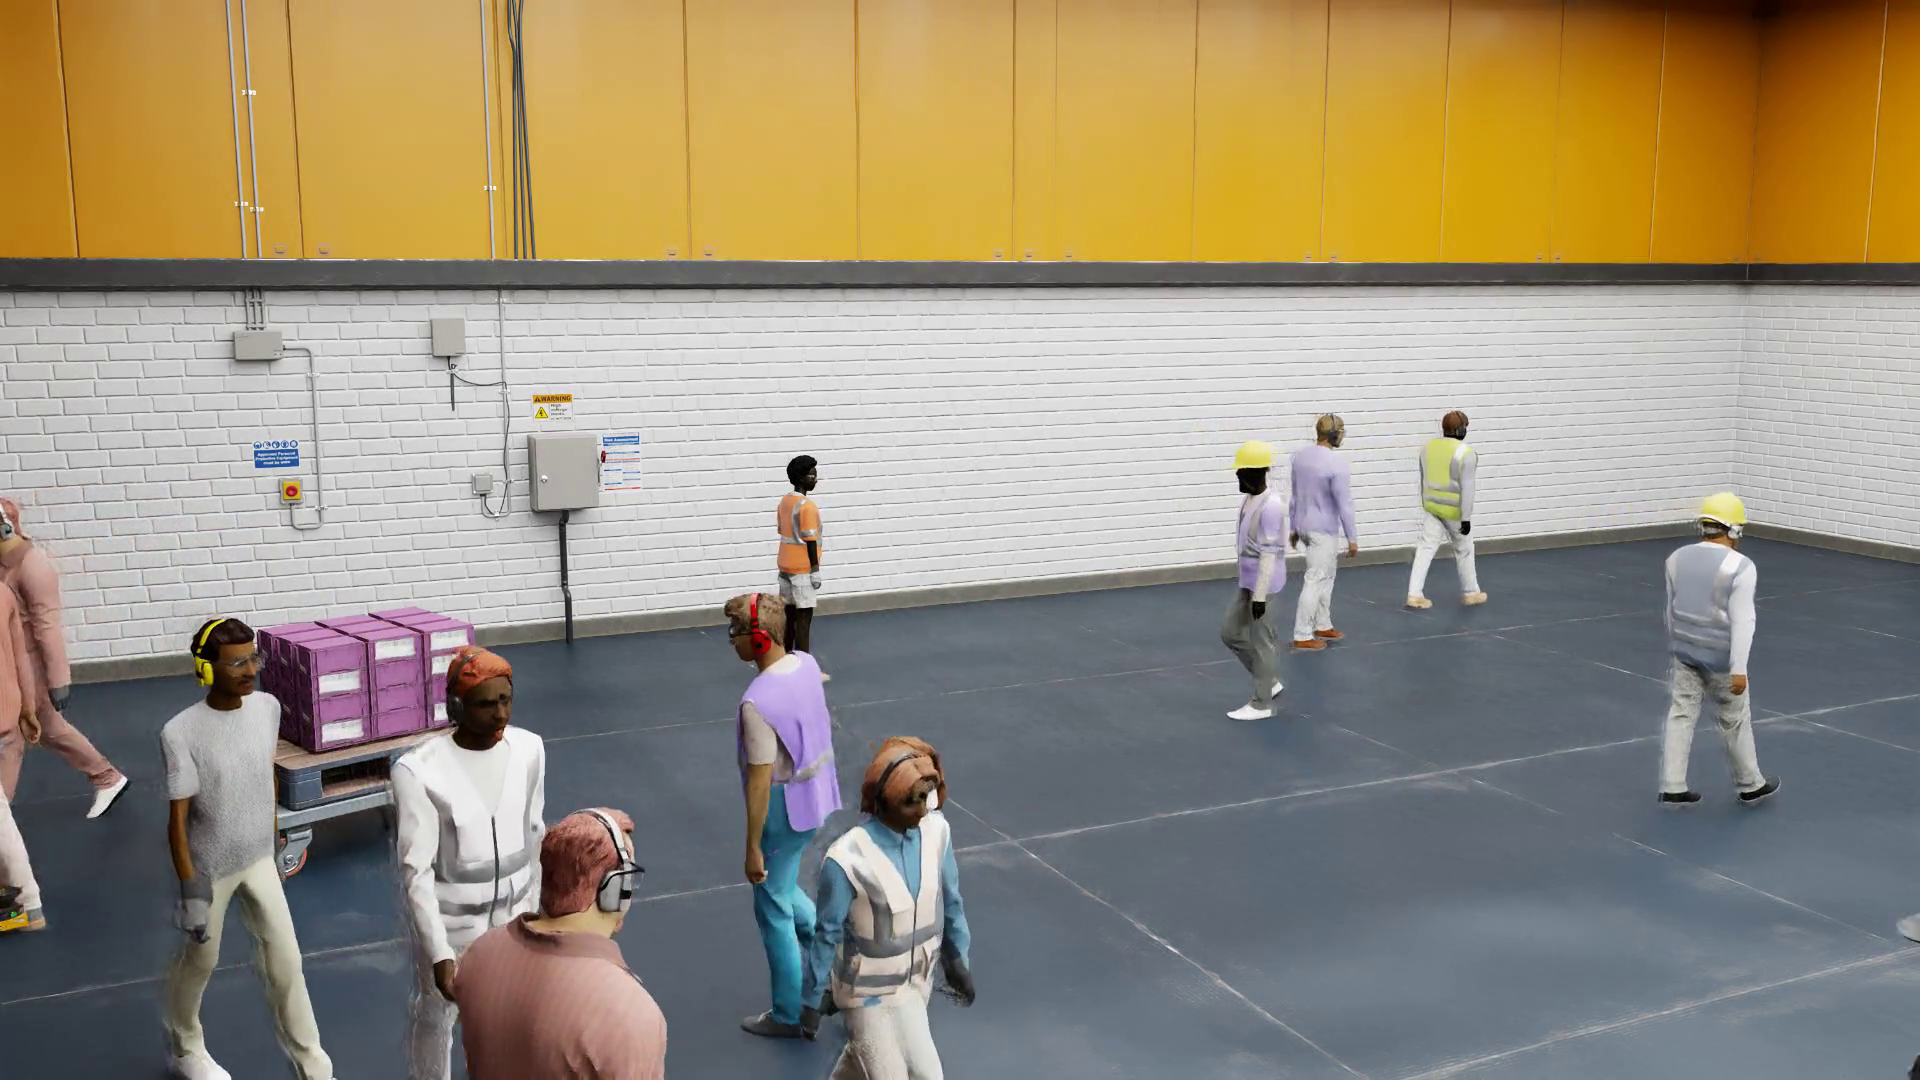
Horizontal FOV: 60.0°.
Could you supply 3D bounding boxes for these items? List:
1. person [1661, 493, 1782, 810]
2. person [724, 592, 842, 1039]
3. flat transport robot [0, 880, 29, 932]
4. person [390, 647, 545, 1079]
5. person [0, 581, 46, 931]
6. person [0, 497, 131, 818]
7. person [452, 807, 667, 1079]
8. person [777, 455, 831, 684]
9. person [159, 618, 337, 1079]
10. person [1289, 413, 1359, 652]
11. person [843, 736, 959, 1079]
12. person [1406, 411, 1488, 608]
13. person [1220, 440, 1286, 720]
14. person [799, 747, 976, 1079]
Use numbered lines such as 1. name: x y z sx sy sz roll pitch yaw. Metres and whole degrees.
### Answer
1. person: 4.301 0.628 9.393 0.752 1.799 0.622 -4 10 -26
2. person: -0.674 1.091 6.467 0.448 1.821 0.607 3 10 16
3. flat transport robot: -4.946 1.625 7.962 0.652 0.197 1.431 -7 11 -36
4. person: -1.550 1.257 5.432 0.585 1.824 1.019 -9 13 -44
5. person: -4.625 0.833 7.609 0.821 1.960 0.623 0 9 3
6. person: -4.999 0.679 8.946 0.671 1.869 0.955 9 13 44
7. person: -0.915 1.525 3.754 0.650 1.849 1.031 6 11 33
8. person: -1.177 0.214 12.298 0.322 1.697 0.532 -5 10 -28
9. person: -2.582 1.173 5.972 0.999 1.818 0.551 5 11 29
10. person: 2.964 -0.059 13.327 0.752 1.910 0.658 -4 10 -22
11. person: -0.226 1.386 5.335 0.823 1.601 0.508 5 10 29
12. person: 4.412 -0.272 15.036 0.945 1.797 0.639 -6 11 -34
13. person: 1.976 0.283 11.194 0.414 1.911 0.613 -1 9 -7
14. person: -0.244 1.401 5.266 0.891 1.592 0.564 8 12 42
